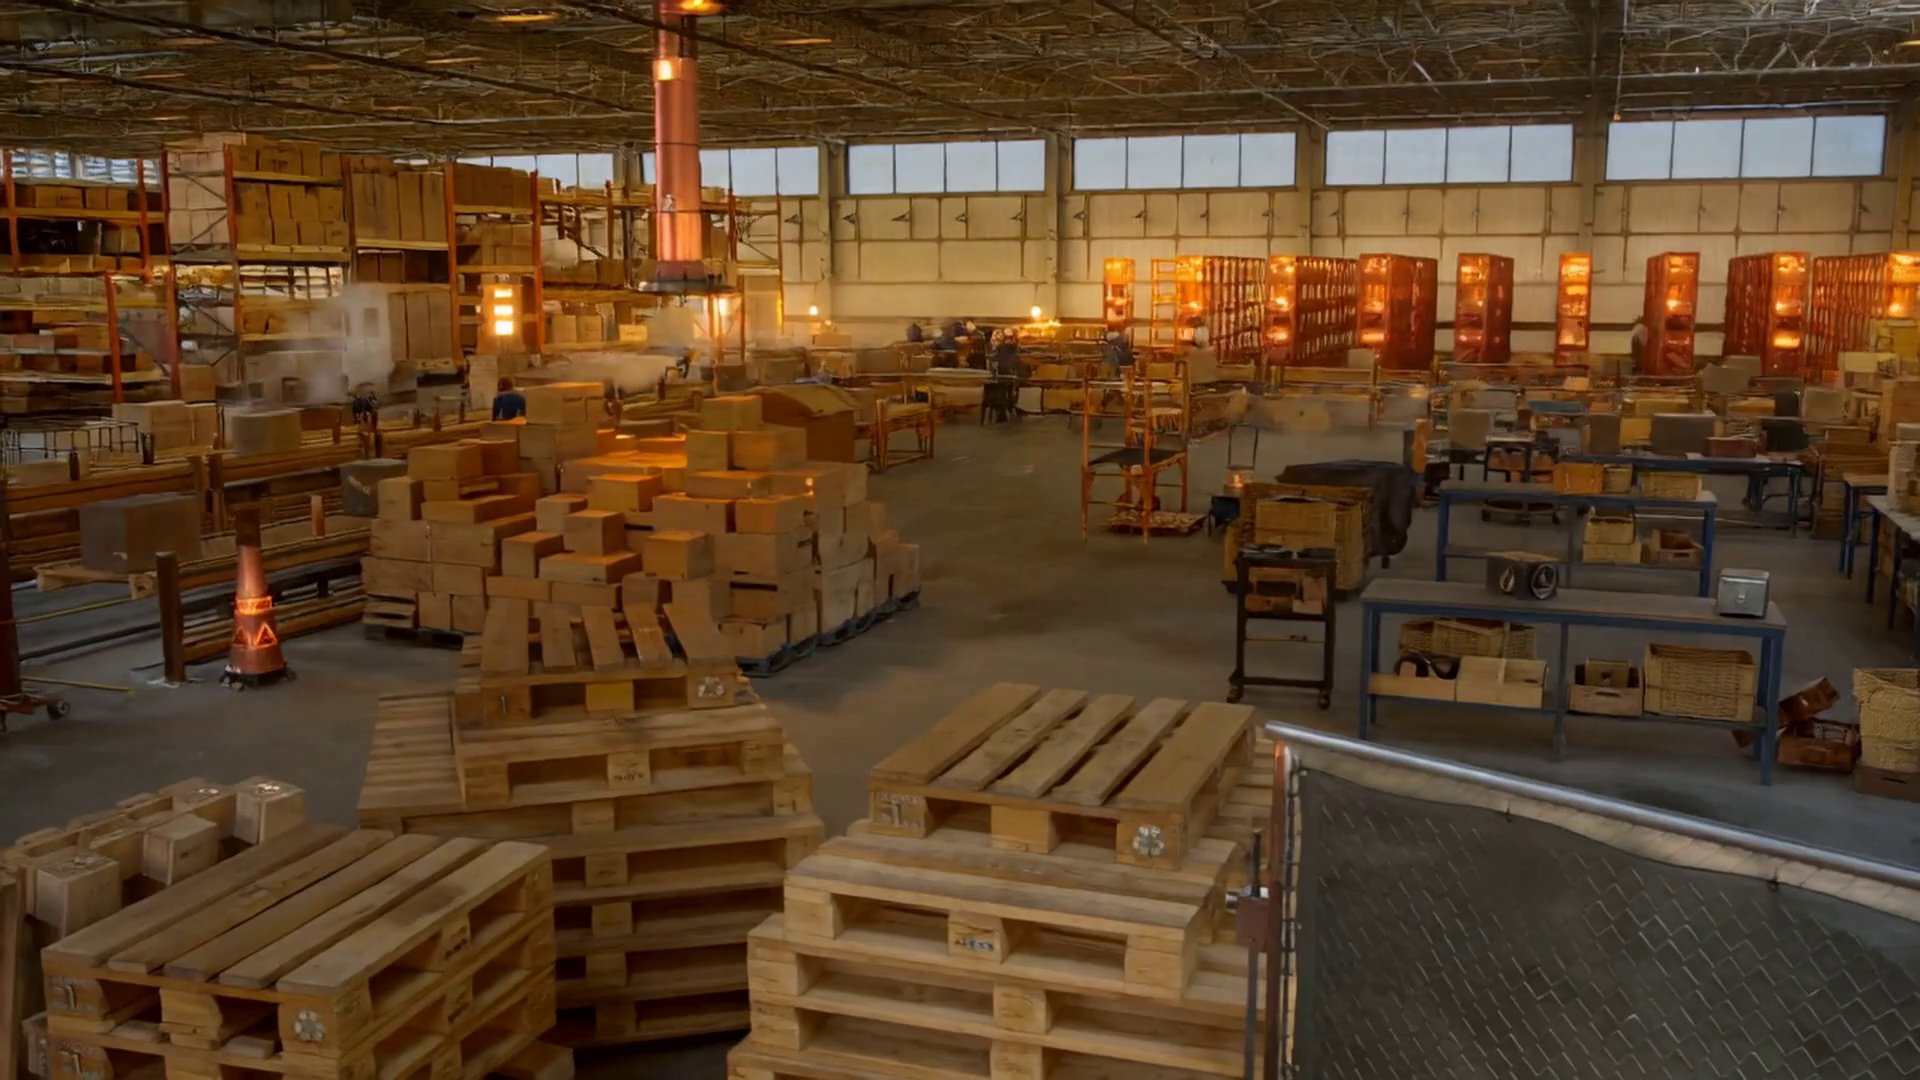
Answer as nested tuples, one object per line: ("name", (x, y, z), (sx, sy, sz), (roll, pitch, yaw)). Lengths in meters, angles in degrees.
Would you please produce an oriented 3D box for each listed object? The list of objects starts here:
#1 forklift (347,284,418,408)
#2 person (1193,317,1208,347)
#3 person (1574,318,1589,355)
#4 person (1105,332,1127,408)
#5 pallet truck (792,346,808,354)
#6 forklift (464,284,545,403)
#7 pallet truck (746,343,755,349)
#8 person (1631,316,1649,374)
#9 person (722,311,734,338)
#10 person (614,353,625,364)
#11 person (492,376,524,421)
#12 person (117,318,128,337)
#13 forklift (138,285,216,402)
("forklift", (-13.587, -4.512, 38.418), (1.129, 2.768, 1.873), (3, 10, 20))
("person", (6.491, -5.106, 45.250), (1.018, 1.891, 0.599), (8, 12, 41))
("person", (18.840, -5.854, 50.270), (0.932, 1.782, 0.602), (3, 10, 18))
("person", (3.655, -3.855, 37.872), (0.746, 1.741, 0.530), (1, 9, 6))
("pallet truck", (-3.705, -4.298, 42.022), (0.653, 1.274, 1.630), (3, 10, 20))
("forklift", (-10.832, -4.702, 39.610), (1.129, 2.768, 1.873), (3, 10, 20))
("pallet truck", (-6.183, -4.618, 44.264), (1.601, 1.201, 0.680), (-9, 12, -43))
("person", (20.384, -5.797, 49.807), (0.629, 1.813, 0.624), (-6, 11, -34))
("person", (-8.291, -7.227, 59.002), (0.553, 1.736, 0.738), (4, 10, 21))
("person", (-10.764, -6.168, 52.535), (0.532, 1.693, 0.319), (1, 9, 8))
("person", (-6.328, -1.483, 23.336), (0.282, 1.624, 0.494), (7, 12, 39))
("person", (-23.818, -5.398, 47.299), (0.601, 1.816, 0.423), (3, 9, 17))
("forklift", (-17.480, -4.200, 36.461), (1.873, 2.768, 1.129), (3, 10, 19))
